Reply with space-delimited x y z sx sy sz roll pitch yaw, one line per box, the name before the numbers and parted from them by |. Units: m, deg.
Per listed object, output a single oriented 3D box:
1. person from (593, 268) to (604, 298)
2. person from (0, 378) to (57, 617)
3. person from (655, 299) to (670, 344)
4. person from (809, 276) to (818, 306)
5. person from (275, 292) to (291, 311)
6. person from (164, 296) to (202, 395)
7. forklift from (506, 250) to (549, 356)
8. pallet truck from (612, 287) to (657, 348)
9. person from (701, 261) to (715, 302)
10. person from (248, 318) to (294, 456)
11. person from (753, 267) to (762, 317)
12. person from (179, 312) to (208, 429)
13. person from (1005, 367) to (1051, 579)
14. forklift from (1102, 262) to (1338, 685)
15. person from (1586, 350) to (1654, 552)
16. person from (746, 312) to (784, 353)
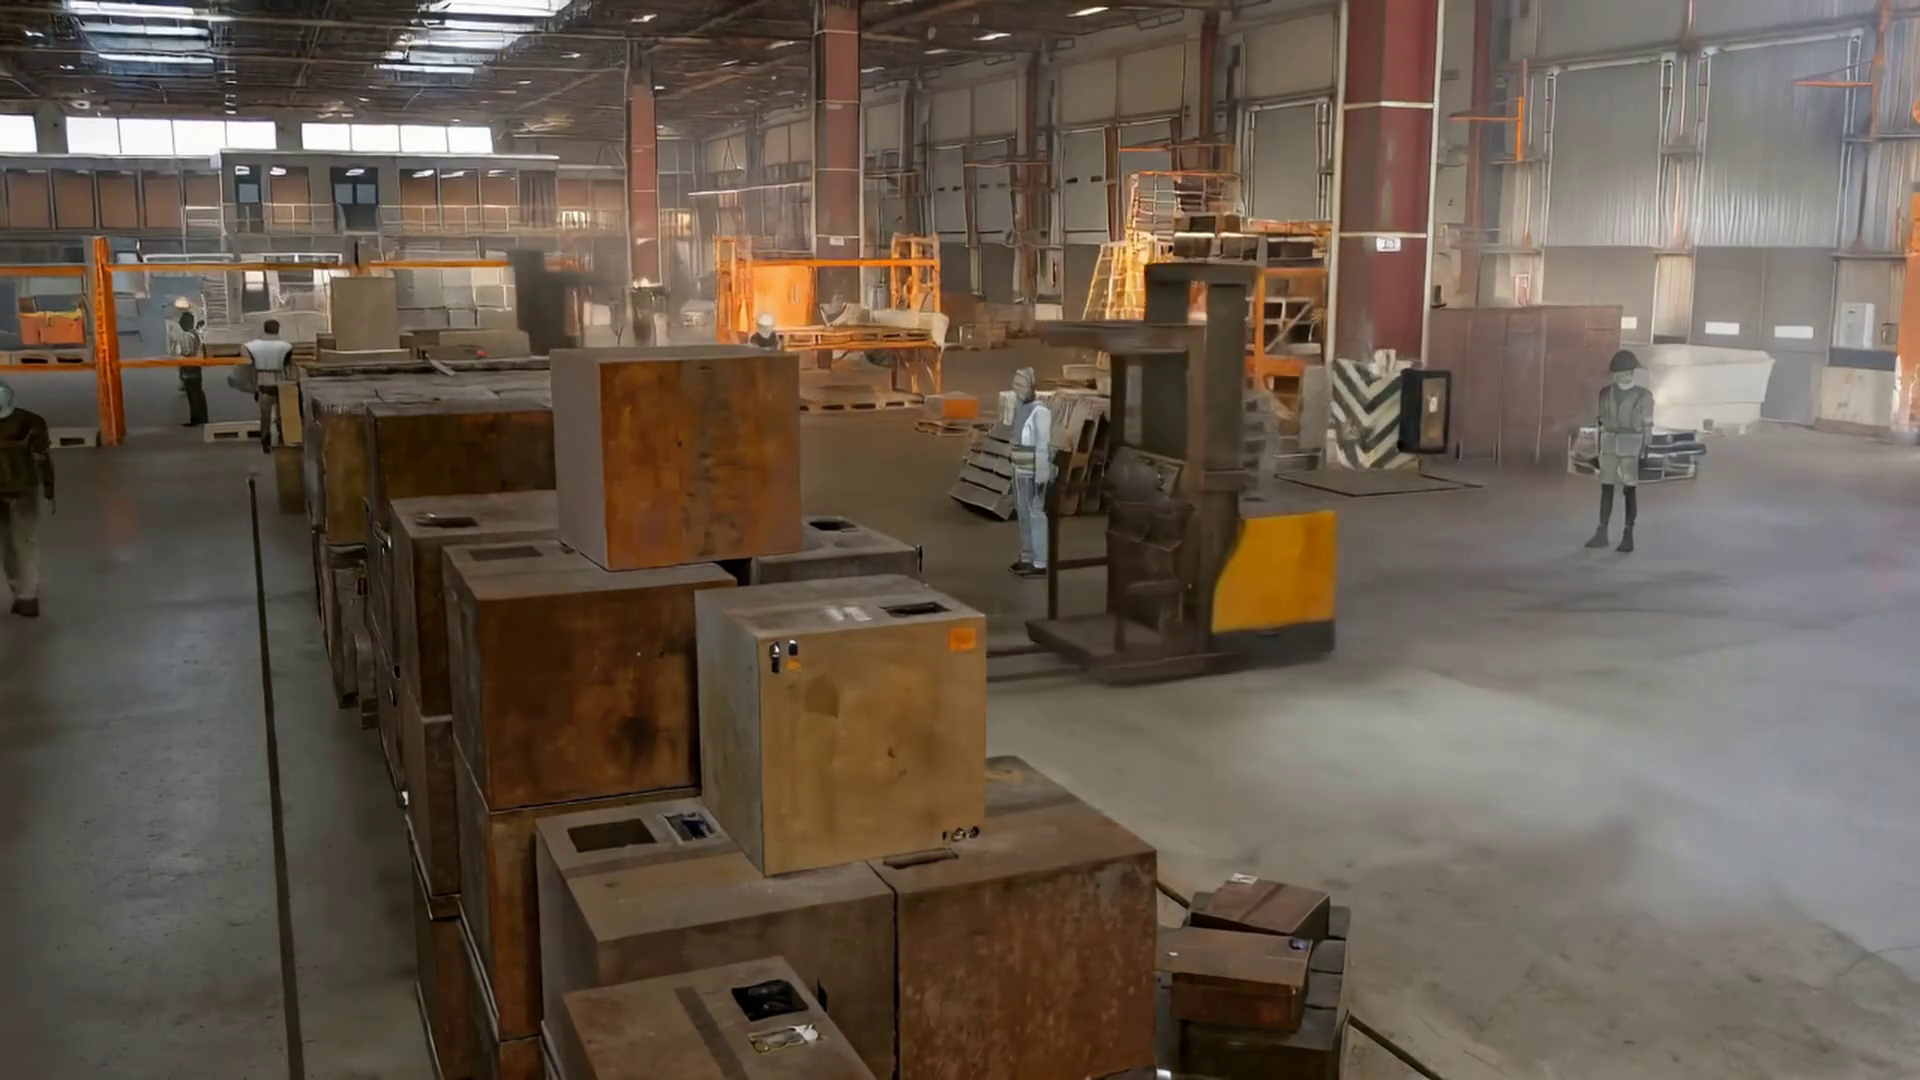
person | -14.716 -10.191 67.716 0.429 1.841 0.633 -3 11 -18
person | -7.545 -0.323 13.126 0.666 1.912 0.791 -3 11 -17
person | -6.779 -4.554 37.133 0.806 1.665 0.529 3 11 15
person | -3.987 -6.546 47.335 0.614 1.947 0.389 -3 11 -15
person | -14.447 -4.386 35.659 0.310 1.865 0.535 1 10 8
person | -15.027 -3.766 32.165 0.644 1.886 0.982 -7 12 -33
forklift | -5.962 -2.619 23.119 1.873 2.768 1.129 -4 11 -23
pallet truck | -6.464 -4.406 35.401 0.823 1.965 1.885 6 12 32
person | -11.677 -11.954 77.048 0.629 1.976 0.559 -4 11 -22
person | -9.460 -2.089 22.892 0.590 1.910 0.406 1 10 5
person | -7.788 -9.562 64.009 0.369 1.928 0.586 0 10 2
person | -12.130 -2.669 26.251 0.331 1.844 0.520 1 10 5
person | 0.612 -0.597 14.759 0.351 1.878 0.568 -4 11 -21
forklift | 1.640 -0.545 11.691 1.873 2.768 1.129 -4 11 -23
person | 6.334 -0.849 15.962 0.379 1.937 0.548 -9 14 -42
person | -2.844 -2.377 24.413 0.587 1.928 0.362 -6 12 -28
